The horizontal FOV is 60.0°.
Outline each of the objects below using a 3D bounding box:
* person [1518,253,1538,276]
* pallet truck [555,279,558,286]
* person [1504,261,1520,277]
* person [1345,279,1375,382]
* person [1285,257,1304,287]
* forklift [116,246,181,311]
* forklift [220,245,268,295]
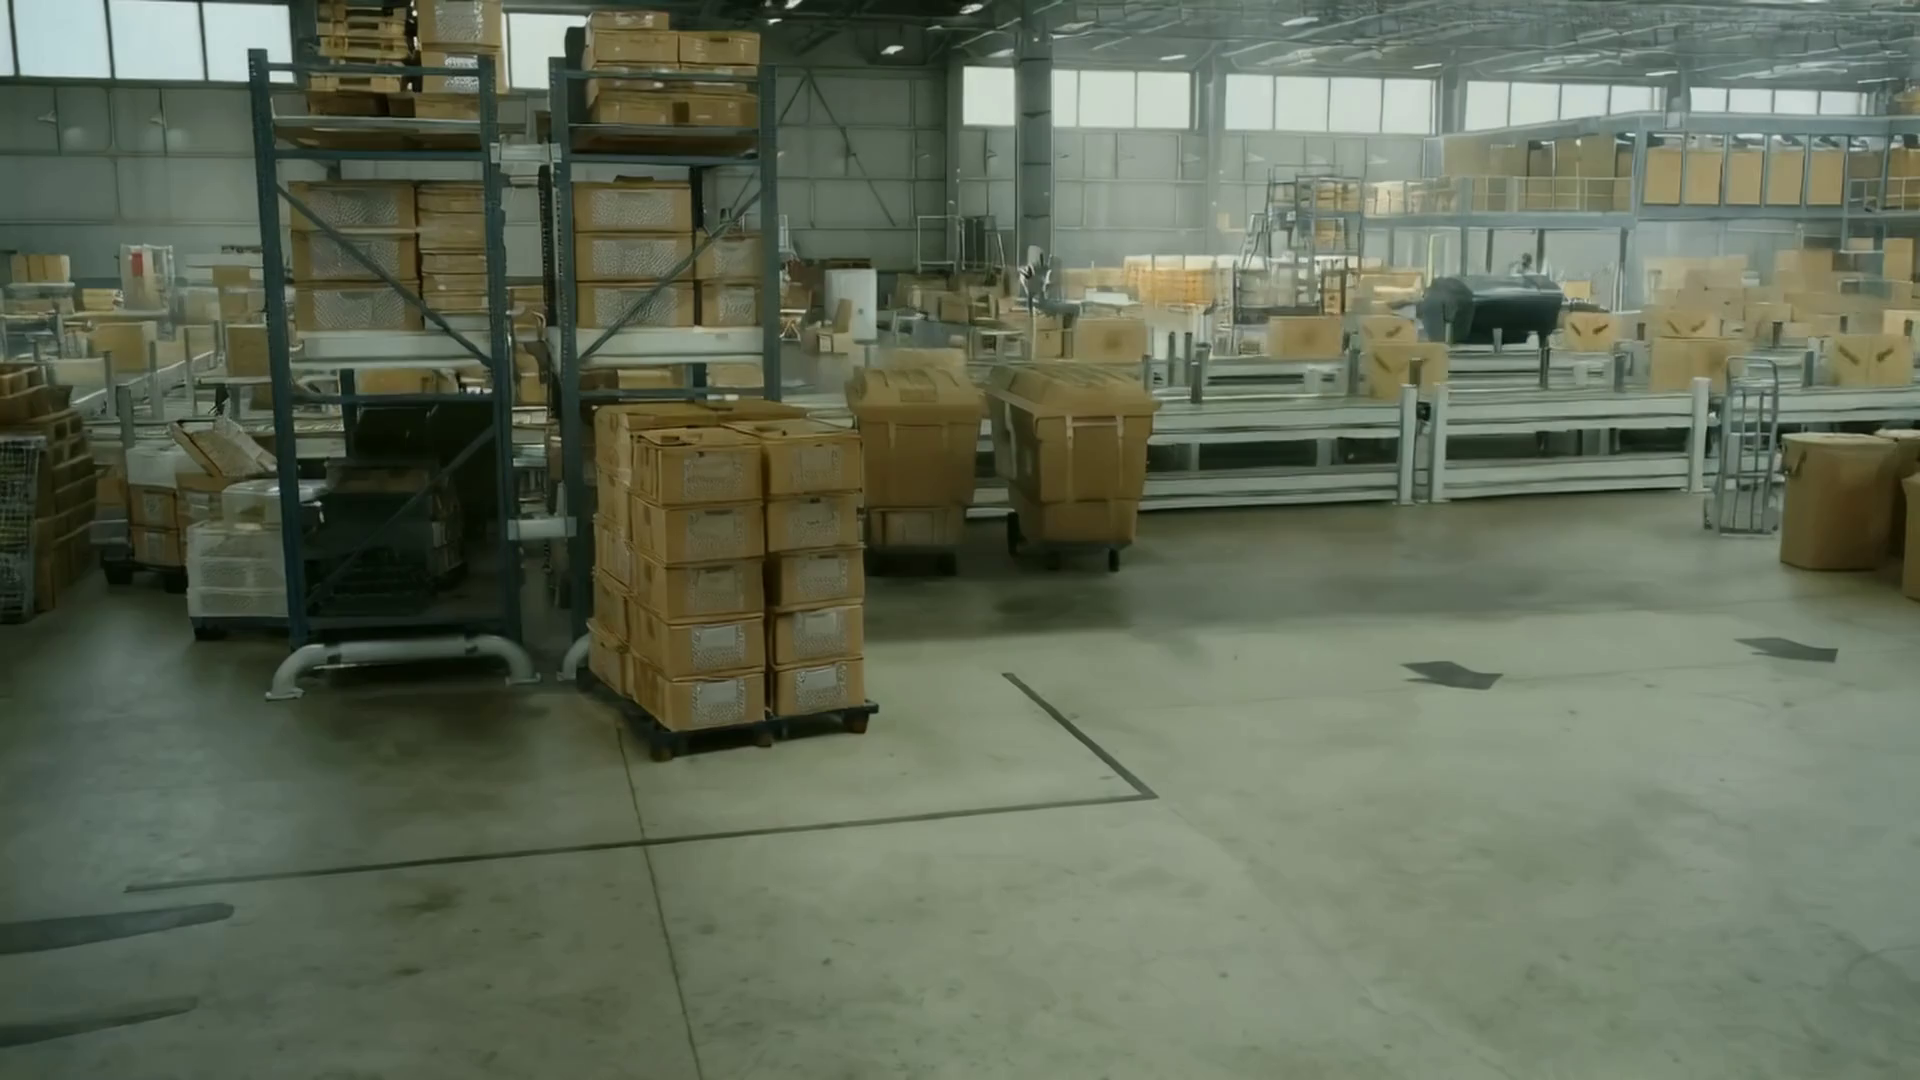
[{"bbox_3d":[13.461,-5.830,39.539,0.663,1.960,0.857,0,10,-1],"label":"person"},{"bbox_3d":[-10.604,-6.375,44.520,0.653,1.274,1.630,-3,10,-15],"label":"pallet truck"},{"bbox_3d":[11.722,-5.001,35.277,0.595,1.824,0.404,6,12,30],"label":"person"},{"bbox_3d":[6.111,-3.178,25.511,0.347,1.622,0.507,-4,11,-22],"label":"person"},{"bbox_3d":[7.231,-5.150,35.939,1.006,1.880,0.580,-1,10,-5],"label":"person"},{"bbox_3d":[-19.966,-6.232,40.894,1.157,1.987,2.680,-3,10,-15],"label":"forklift"},{"bbox_3d":[-17.749,-6.334,41.440,1.157,1.987,2.680,-3,10,-17],"label":"forklift"}]
